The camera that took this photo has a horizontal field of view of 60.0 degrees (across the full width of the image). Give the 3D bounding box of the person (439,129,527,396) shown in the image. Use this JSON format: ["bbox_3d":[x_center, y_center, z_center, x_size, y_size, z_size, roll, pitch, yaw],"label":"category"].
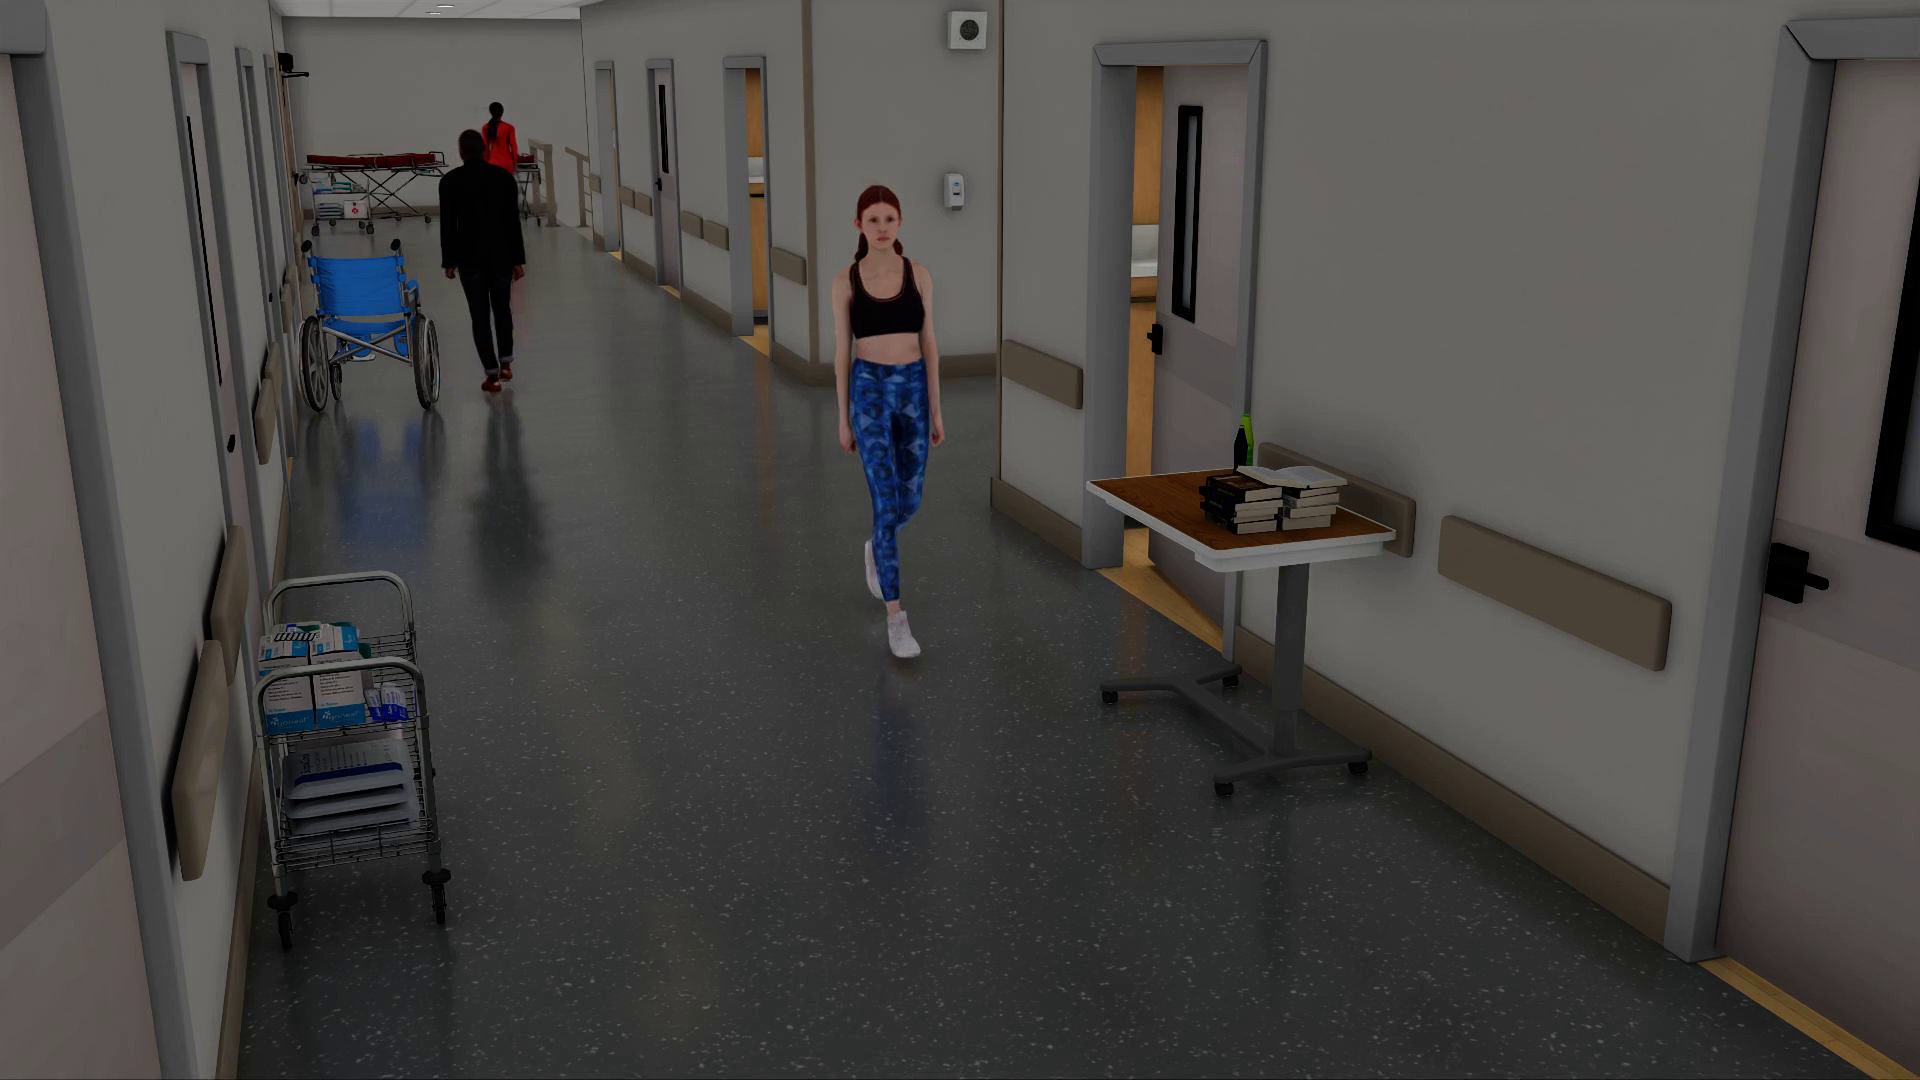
[{"bbox_3d":[-3.276,-1.904,11.528,0.770,1.799,0.851,-9,18,-28],"label":"person"}]

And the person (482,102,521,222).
[{"bbox_3d":[-6.482,-5.254,23.434,0.691,1.785,0.679,-1,16,-5],"label":"person"}]

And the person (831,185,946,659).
[{"bbox_3d":[-0.286,-0.478,6.537,0.542,1.761,1.102,-5,17,-18],"label":"person"}]
